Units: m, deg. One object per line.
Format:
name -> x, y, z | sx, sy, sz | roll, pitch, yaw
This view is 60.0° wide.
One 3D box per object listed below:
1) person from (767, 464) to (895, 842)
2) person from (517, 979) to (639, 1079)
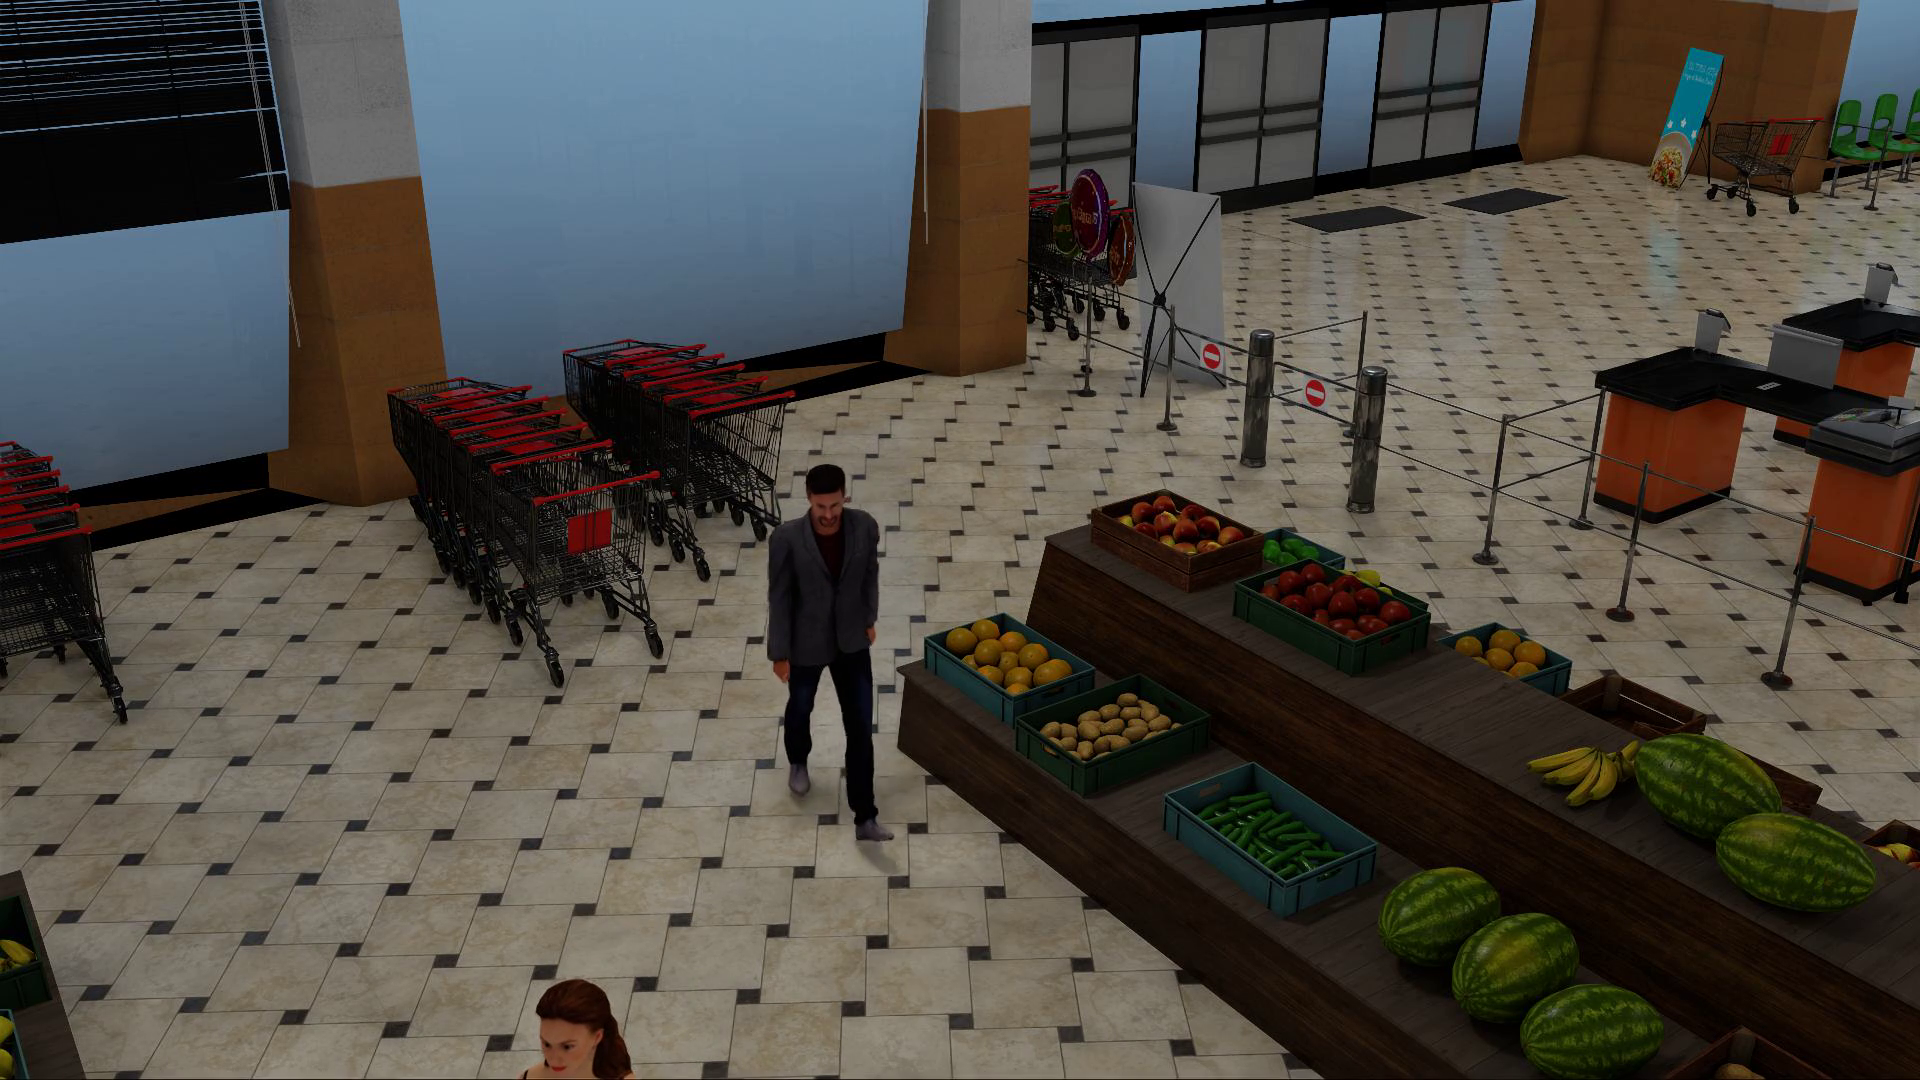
person -> -0.646, 0.468, 7.775 | 0.965, 1.803, 1.295 | -7, 25, -16
person -> -1.030, 1.917, 4.685 | 0.683, 1.624, 0.727 | 1, 24, 2
